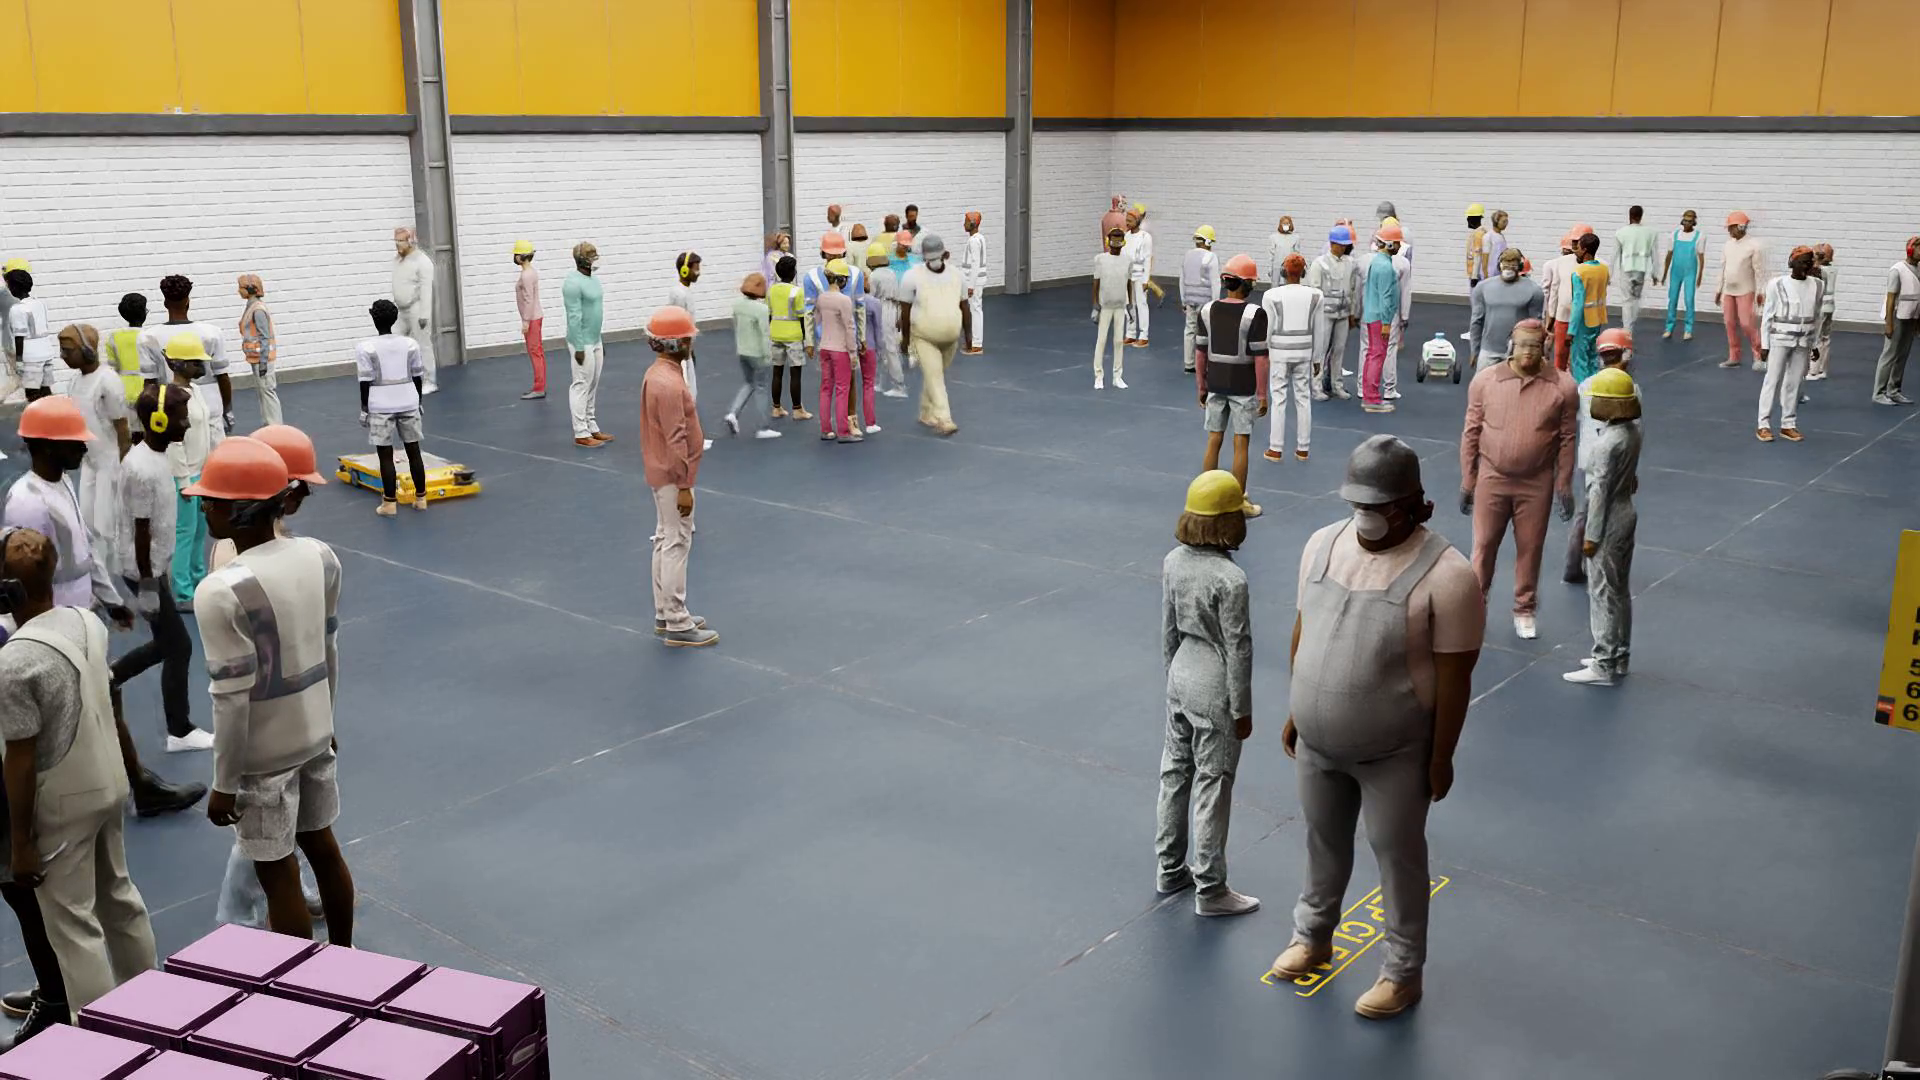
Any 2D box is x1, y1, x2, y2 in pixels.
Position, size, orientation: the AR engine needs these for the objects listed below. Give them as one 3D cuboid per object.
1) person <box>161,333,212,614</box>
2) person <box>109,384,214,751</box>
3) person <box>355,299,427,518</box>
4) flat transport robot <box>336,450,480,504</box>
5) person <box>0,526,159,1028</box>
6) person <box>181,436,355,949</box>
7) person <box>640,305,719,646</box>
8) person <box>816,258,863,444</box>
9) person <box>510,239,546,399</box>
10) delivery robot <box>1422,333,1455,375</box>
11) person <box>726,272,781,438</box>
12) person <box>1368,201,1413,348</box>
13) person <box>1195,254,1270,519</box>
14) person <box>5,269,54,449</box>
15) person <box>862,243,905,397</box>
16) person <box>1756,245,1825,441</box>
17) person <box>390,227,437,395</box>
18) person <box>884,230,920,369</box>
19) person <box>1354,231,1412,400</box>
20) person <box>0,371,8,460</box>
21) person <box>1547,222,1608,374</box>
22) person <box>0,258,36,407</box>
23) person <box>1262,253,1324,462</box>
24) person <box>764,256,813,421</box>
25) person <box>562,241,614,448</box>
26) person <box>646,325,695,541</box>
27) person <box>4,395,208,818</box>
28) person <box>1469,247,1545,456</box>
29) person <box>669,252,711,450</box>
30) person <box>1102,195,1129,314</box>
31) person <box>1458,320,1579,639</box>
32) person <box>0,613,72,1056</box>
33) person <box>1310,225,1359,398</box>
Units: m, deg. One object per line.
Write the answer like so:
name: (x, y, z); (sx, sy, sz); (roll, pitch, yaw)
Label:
person: (-4.800, -0.420, 10.432); (0.349, 1.759, 0.522); (-2, 14, -7)
person: (-3.965, 0.158, 7.987); (0.667, 1.836, 0.525); (-5, 15, -18)
person: (-4.425, -1.025, 12.966); (0.539, 1.695, 0.319); (-12, 18, -40)
flat transport robot: (-4.663, -0.557, 13.990); (0.652, 0.197, 1.431); (-12, 18, -39)
person: (-2.797, 0.849, 5.208); (0.349, 1.837, 0.502); (0, 14, 2)
person: (-2.272, 0.666, 5.501); (0.369, 2.047, 0.607); (3, 14, 13)
person: (-1.671, -0.374, 9.755); (0.371, 1.997, 0.622); (-5, 15, -19)
person: (-1.172, -1.811, 15.973); (0.312, 1.768, 0.524); (-13, 19, -42)
person: (-4.811, -2.457, 18.547); (0.317, 1.769, 0.522); (-2, 14, -6)
delivery robot: (5.727, -2.226, 19.893); (0.477, 0.478, 0.707); (3, 14, 12)
person: (-2.027, -1.781, 16.135); (0.534, 1.621, 0.443); (12, 19, 40)
person: (5.755, -3.581, 22.483); (0.553, 2.000, 0.709); (-9, 17, -33)
person: (2.127, -1.184, 12.902); (0.614, 2.040, 0.390); (11, 18, 38)
person: (-8.775, -1.715, 15.748); (0.322, 1.686, 0.537); (-1, 14, -4)
person: (-0.921, -2.479, 18.759); (0.774, 1.704, 0.495); (7, 16, 25)
person: (8.008, -1.889, 16.037); (0.587, 1.882, 0.341); (-1, 14, -4)
person: (-6.215, -2.556, 18.688); (0.669, 1.885, 0.655); (9, 17, 33)
person: (-0.734, -3.007, 20.811); (0.570, 1.737, 0.382); (-8, 16, -29)
person: (4.685, -2.509, 18.475); (0.650, 1.907, 0.409); (7, 16, 27)
person: (-8.939, -1.608, 14.981); (0.343, 1.859, 0.507); (13, 19, 41)
person: (6.581, -2.387, 17.801); (0.384, 1.996, 0.610); (-13, 19, -42)
person: (-9.315, -1.894, 16.340); (0.546, 1.738, 0.605); (10, 17, 34)
person: (2.993, -1.645, 15.066); (0.583, 1.882, 0.337); (-1, 14, -5)
person: (-1.777, -2.075, 17.166); (0.535, 1.697, 0.318); (8, 16, 30)
person: (-3.535, -1.851, 15.775); (0.371, 1.940, 0.627); (2, 14, 7)
person: (-2.123, -0.802, 12.213); (0.313, 1.634, 0.514); (2, 14, 7)
person: (-3.781, 0.314, 7.227); (0.924, 1.891, 0.552); (-5, 15, -20)
person: (4.978, -1.711, 15.229); (0.629, 1.935, 0.379); (7, 15, 24)
person: (-2.562, -1.776, 15.651); (0.355, 1.859, 0.543); (-2, 14, -9)
person: (2.552, -4.604, 26.846); (0.409, 1.907, 0.649); (-7, 16, -26)
person: (3.295, -0.337, 9.845); (0.672, 1.900, 0.465); (4, 15, 16)
person: (-3.097, 0.736, 5.398); (0.377, 1.959, 0.603); (-4, 15, -14)
person: (4.206, -2.548, 18.604); (0.575, 1.923, 0.438); (-13, 19, -41)
